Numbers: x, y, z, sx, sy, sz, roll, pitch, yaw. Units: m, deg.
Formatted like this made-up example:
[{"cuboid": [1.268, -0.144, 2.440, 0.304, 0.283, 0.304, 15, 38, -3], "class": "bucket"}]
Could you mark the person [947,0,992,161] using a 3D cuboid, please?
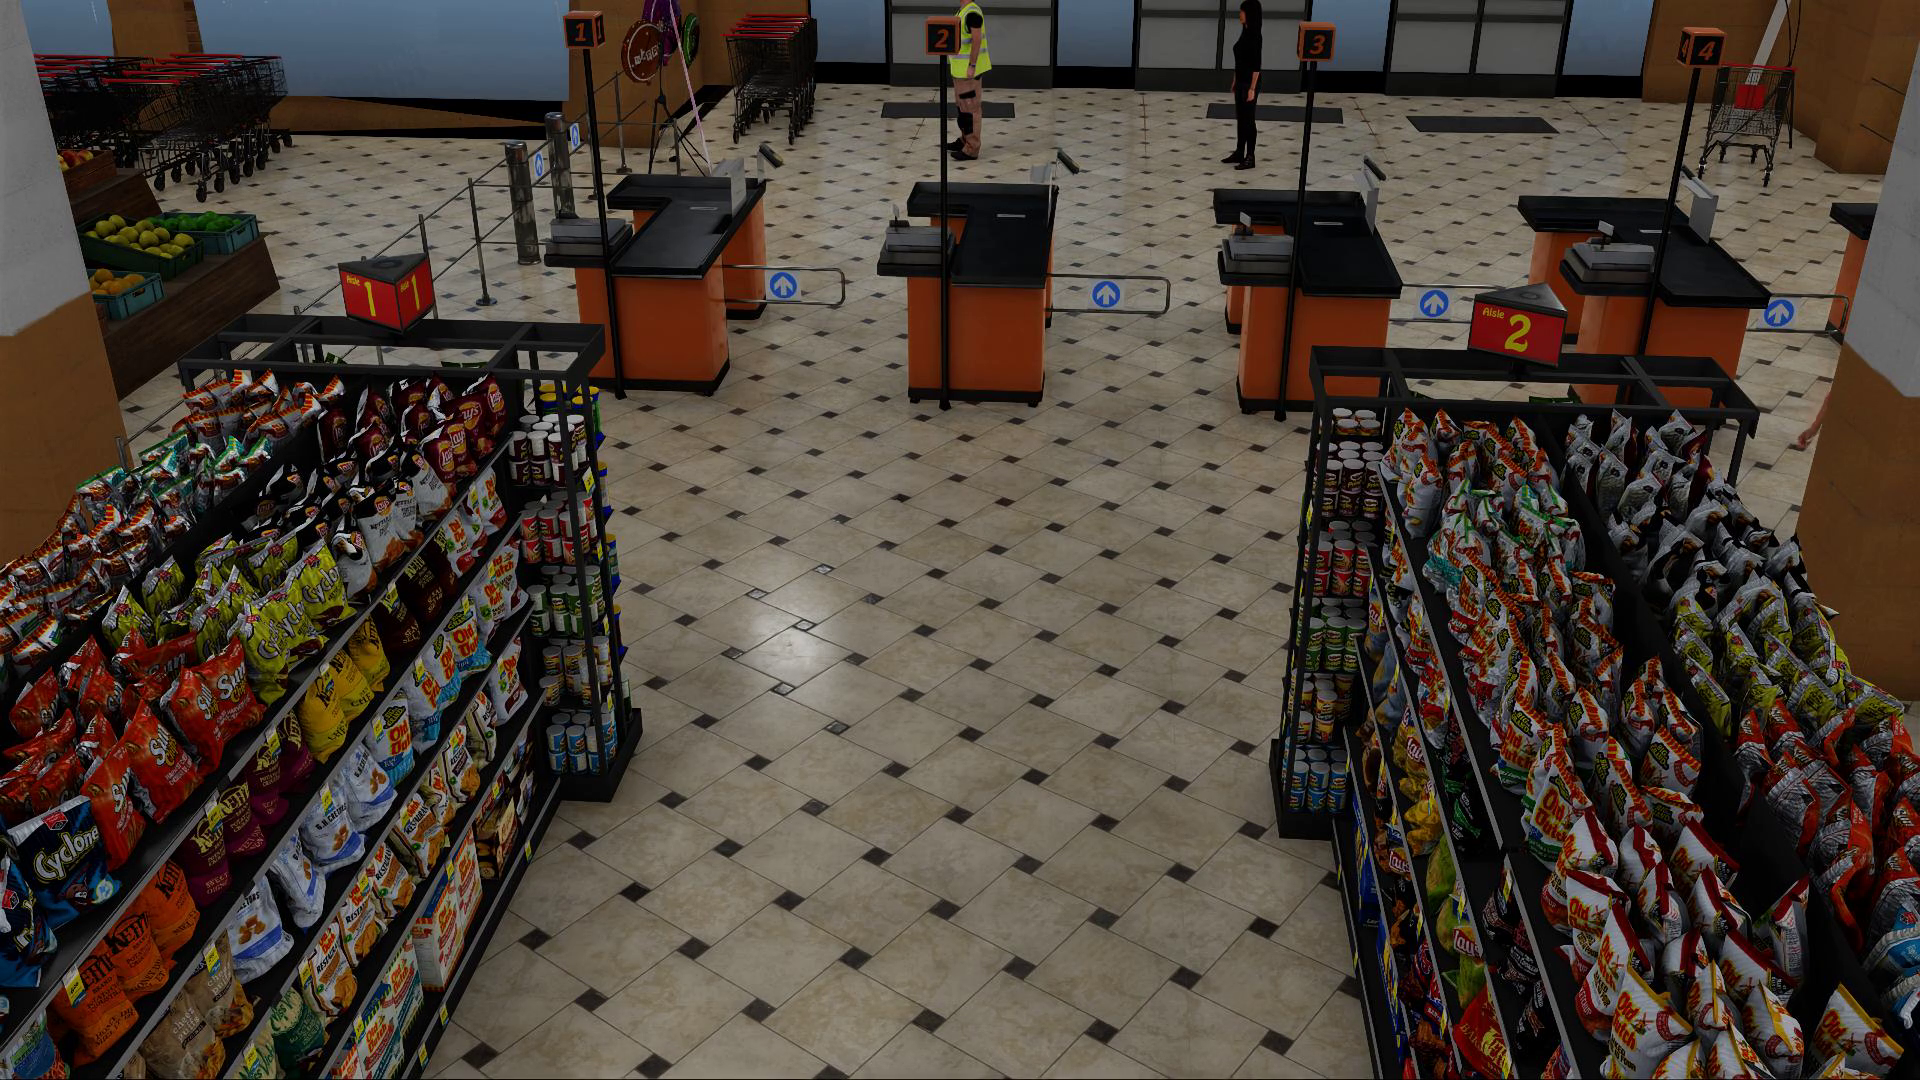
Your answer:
[{"cuboid": [0.060, -4.841, 16.979, 0.841, 1.846, 0.738, -5, 27, -9], "class": "person"}]

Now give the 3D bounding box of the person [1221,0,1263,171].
[{"cuboid": [2.885, -4.574, 16.679, 0.710, 1.642, 0.564, -8, 28, -15], "class": "person"}]
